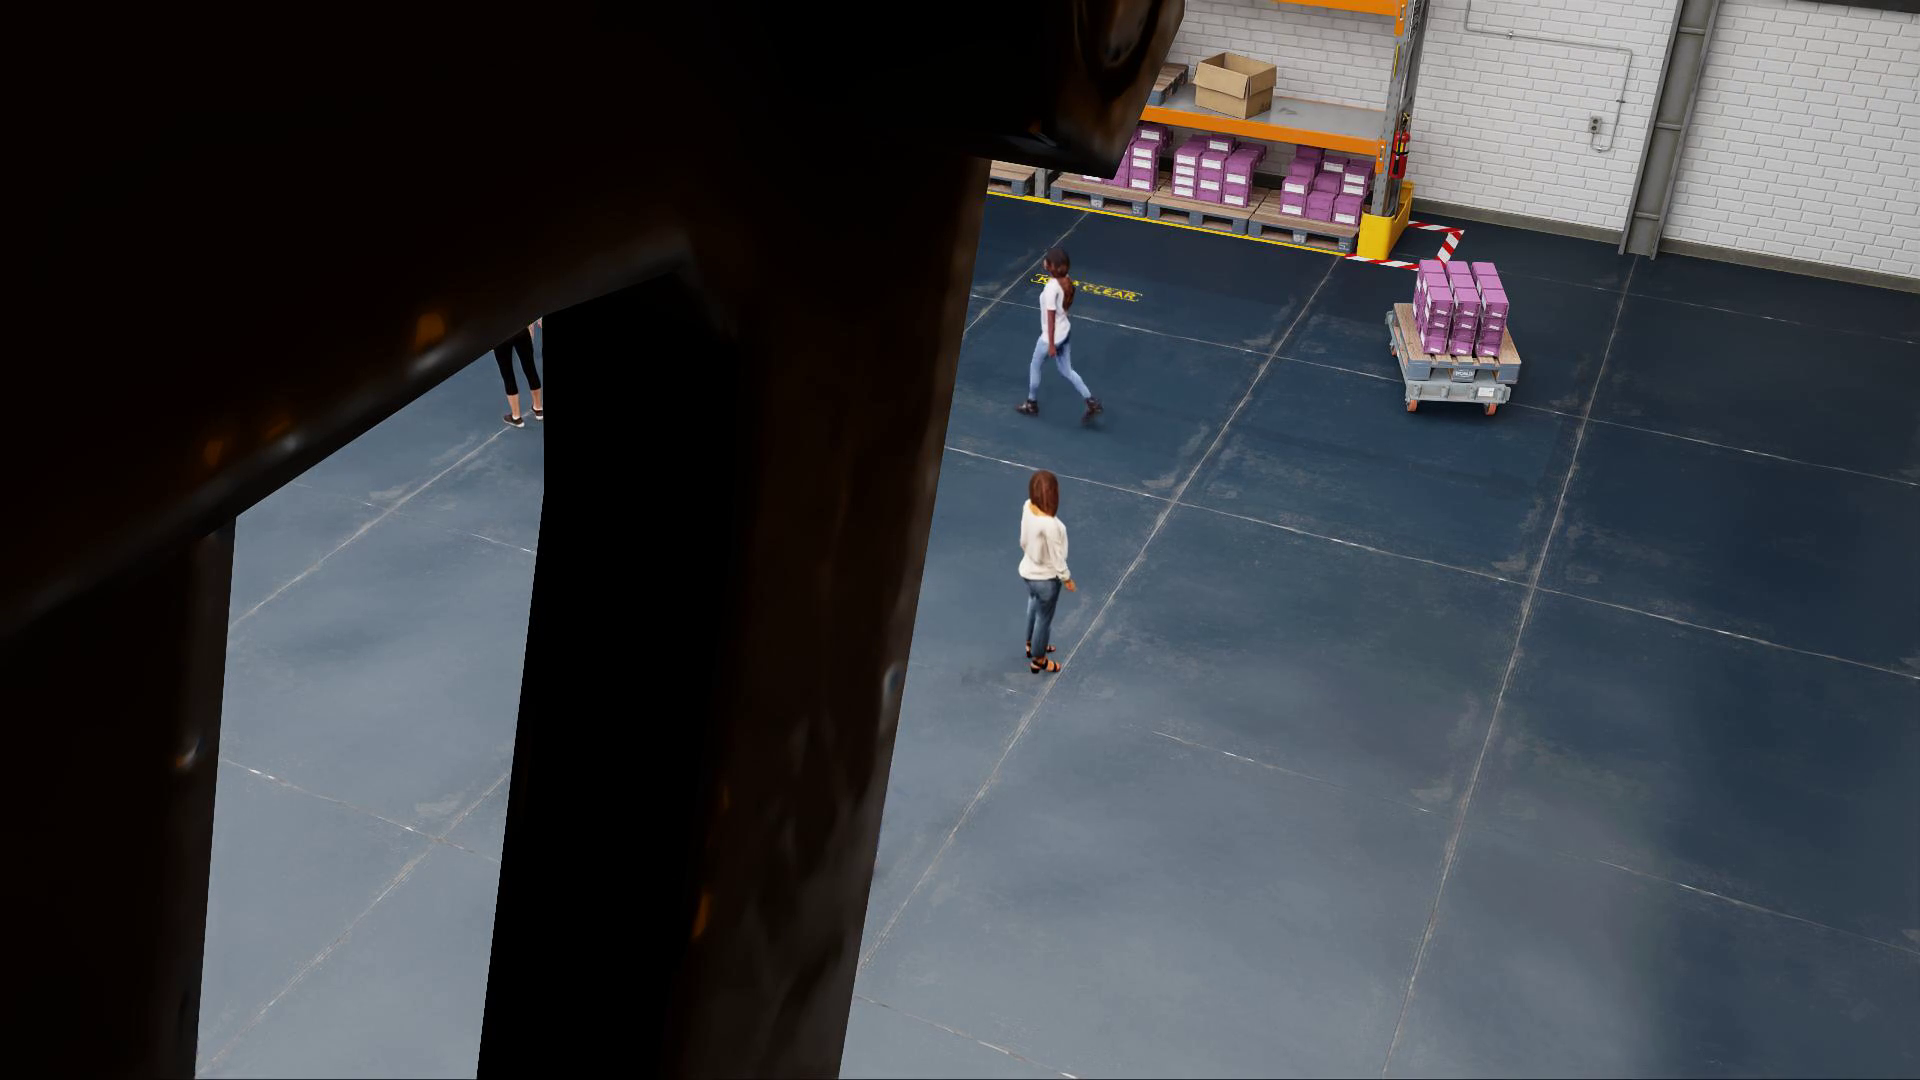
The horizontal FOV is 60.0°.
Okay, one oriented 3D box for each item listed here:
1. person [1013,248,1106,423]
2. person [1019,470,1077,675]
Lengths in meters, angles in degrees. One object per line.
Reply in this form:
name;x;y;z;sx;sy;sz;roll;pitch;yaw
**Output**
person;0.939;-1.799;14.948;1.085;1.690;0.589;15;36;21
person;0.559;0.248;11.878;0.777;1.679;0.720;-11;35;-16
